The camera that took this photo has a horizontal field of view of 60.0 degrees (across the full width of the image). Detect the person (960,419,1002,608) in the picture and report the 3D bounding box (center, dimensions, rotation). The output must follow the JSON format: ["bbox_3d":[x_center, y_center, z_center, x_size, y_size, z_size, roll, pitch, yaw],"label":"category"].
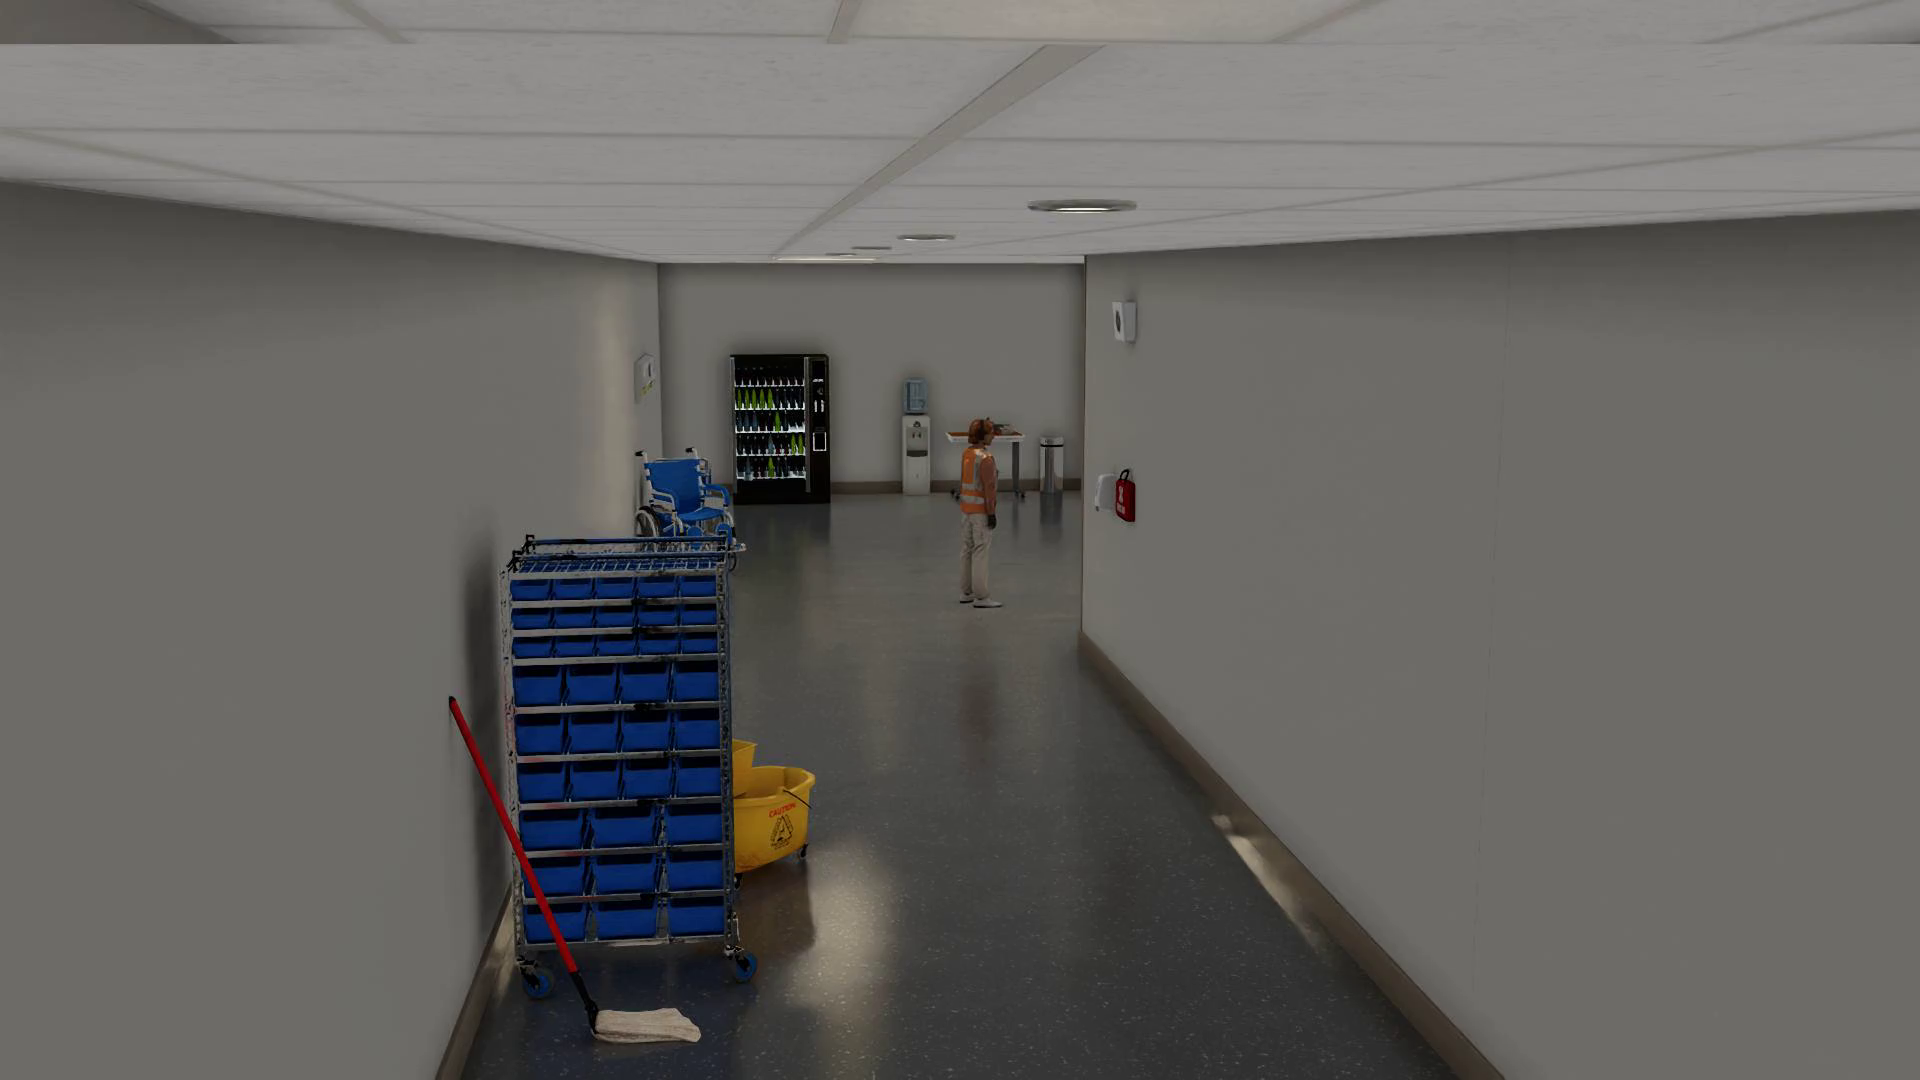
[{"bbox_3d":[0.164,-0.234,14.439,0.311,1.636,0.521,-5,10,-26],"label":"person"}]
